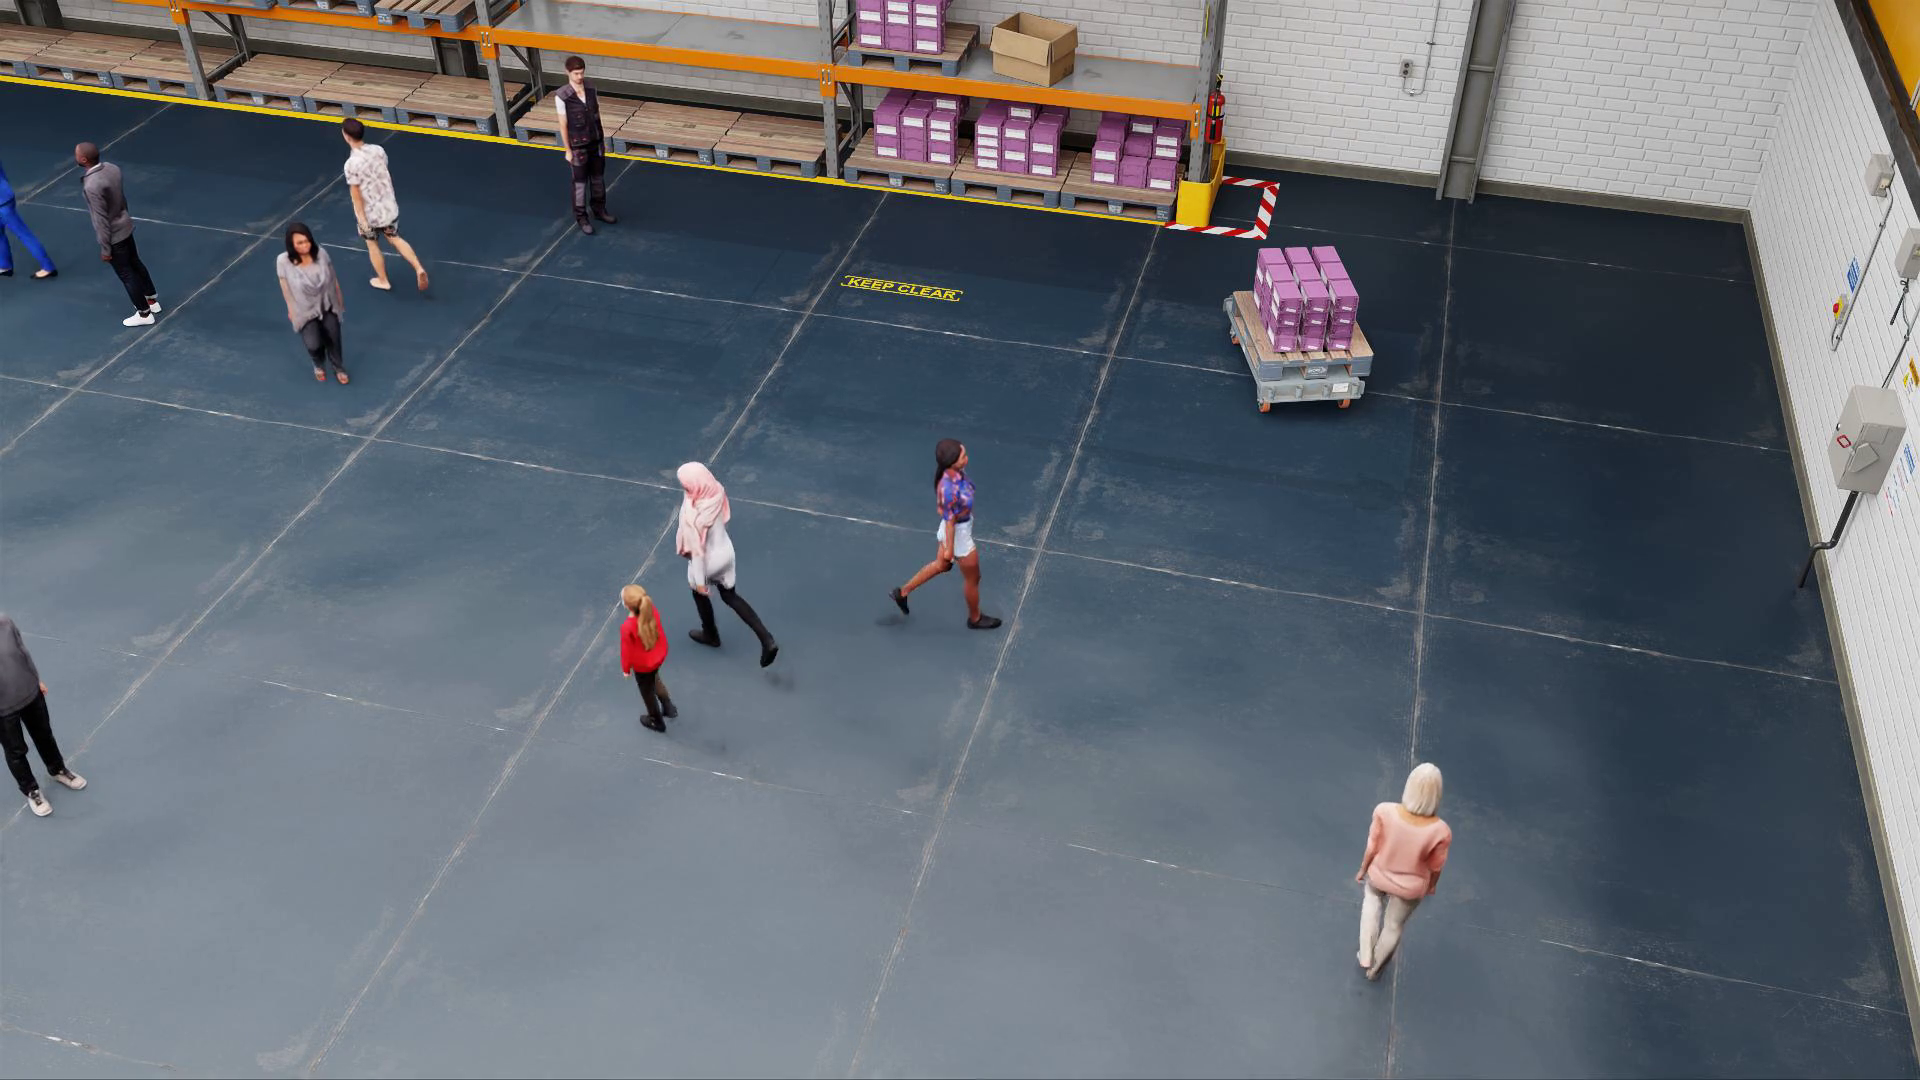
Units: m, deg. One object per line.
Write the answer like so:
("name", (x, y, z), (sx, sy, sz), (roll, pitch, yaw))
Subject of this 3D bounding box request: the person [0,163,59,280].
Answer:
("person", (-9.237, -3.293, 16.211), (1.036, 1.676, 0.911), (-10, 40, -12))

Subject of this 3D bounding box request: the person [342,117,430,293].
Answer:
("person", (-5.539, -3.168, 15.961), (1.051, 1.794, 0.863), (22, 44, 25))

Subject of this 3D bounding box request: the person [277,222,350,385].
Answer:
("person", (-5.773, -2.134, 14.821), (0.785, 1.600, 0.835), (-23, 44, -27))

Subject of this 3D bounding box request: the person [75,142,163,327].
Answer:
("person", (-7.889, -2.868, 15.567), (0.683, 1.817, 0.787), (0, 39, 0))

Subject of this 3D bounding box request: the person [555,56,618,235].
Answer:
("person", (-3.866, -4.079, 17.058), (0.726, 1.847, 0.737), (28, 47, 31))

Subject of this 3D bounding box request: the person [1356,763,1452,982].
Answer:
("person", (2.501, 1.985, 9.568), (0.575, 1.719, 0.715), (16, 41, 19))

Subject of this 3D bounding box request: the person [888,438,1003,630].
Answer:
("person", (-0.123, -0.030, 12.093), (1.139, 1.717, 0.800), (0, 39, 0))

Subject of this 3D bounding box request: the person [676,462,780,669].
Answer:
("person", (-1.674, 0.189, 11.774), (1.155, 1.772, 0.833), (20, 43, 23))

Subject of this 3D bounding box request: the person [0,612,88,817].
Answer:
("person", (-6.142, 1.014, 10.750), (0.617, 1.761, 0.674), (21, 43, 24))

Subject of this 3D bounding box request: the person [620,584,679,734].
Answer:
("person", (-2.097, 0.832, 11.369), (0.605, 1.273, 0.575), (24, 44, 27))
